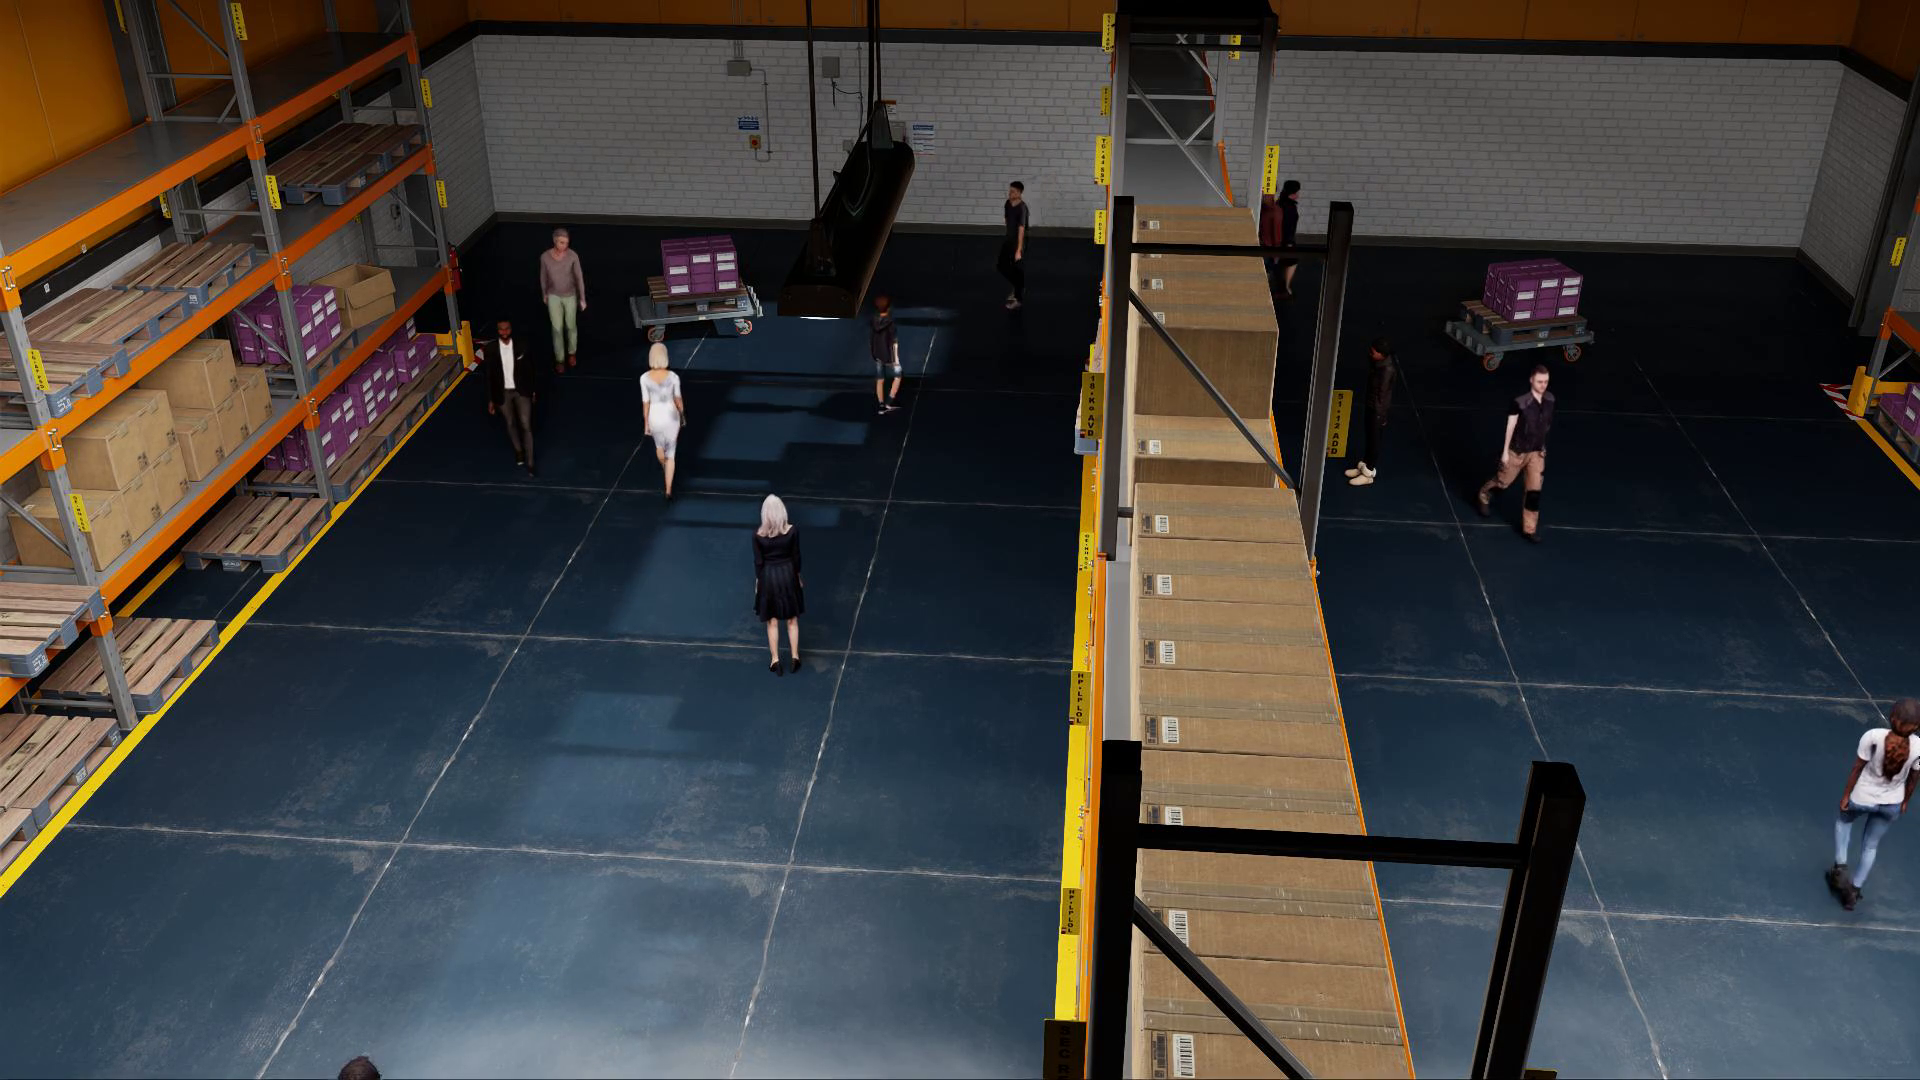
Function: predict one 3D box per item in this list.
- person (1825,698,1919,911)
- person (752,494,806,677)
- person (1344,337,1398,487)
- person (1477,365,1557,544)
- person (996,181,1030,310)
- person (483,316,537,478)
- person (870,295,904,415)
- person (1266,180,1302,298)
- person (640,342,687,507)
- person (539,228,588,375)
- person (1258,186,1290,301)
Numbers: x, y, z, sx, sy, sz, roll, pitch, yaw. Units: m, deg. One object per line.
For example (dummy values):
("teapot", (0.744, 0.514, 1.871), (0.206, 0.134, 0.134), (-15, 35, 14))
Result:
("person", (6.440, 1.886, 11.690), (0.675, 1.709, 0.700), (9, 30, 16))
("person", (-1.569, 0.383, 14.406), (0.670, 1.747, 0.671), (-7, 29, -13))
("person", (4.463, -1.390, 17.747), (0.666, 1.661, 0.600), (15, 32, 26))
("person", (5.637, -0.937, 16.764), (0.960, 1.807, 1.263), (-7, 29, -12))
("person", (0.812, -3.988, 22.413), (0.842, 1.754, 0.767), (-16, 32, -26))
("person", (-4.864, -1.600, 18.021), (0.873, 1.767, 1.141), (-5, 29, -10))
("person", (-0.904, -2.137, 19.346), (0.645, 1.441, 0.675), (17, 33, 28))
("person", (4.315, -4.059, 22.652), (0.878, 1.650, 0.777), (-6, 29, -11))
("person", (-3.080, -1.170, 17.295), (0.689, 1.707, 1.085), (-2, 29, -4))
("person", (-4.915, -2.991, 20.505), (0.830, 1.830, 0.939), (-2, 29, -4))
("person", (4.197, -3.952, 22.329), (1.072, 1.770, 1.146), (-5, 29, -9))
